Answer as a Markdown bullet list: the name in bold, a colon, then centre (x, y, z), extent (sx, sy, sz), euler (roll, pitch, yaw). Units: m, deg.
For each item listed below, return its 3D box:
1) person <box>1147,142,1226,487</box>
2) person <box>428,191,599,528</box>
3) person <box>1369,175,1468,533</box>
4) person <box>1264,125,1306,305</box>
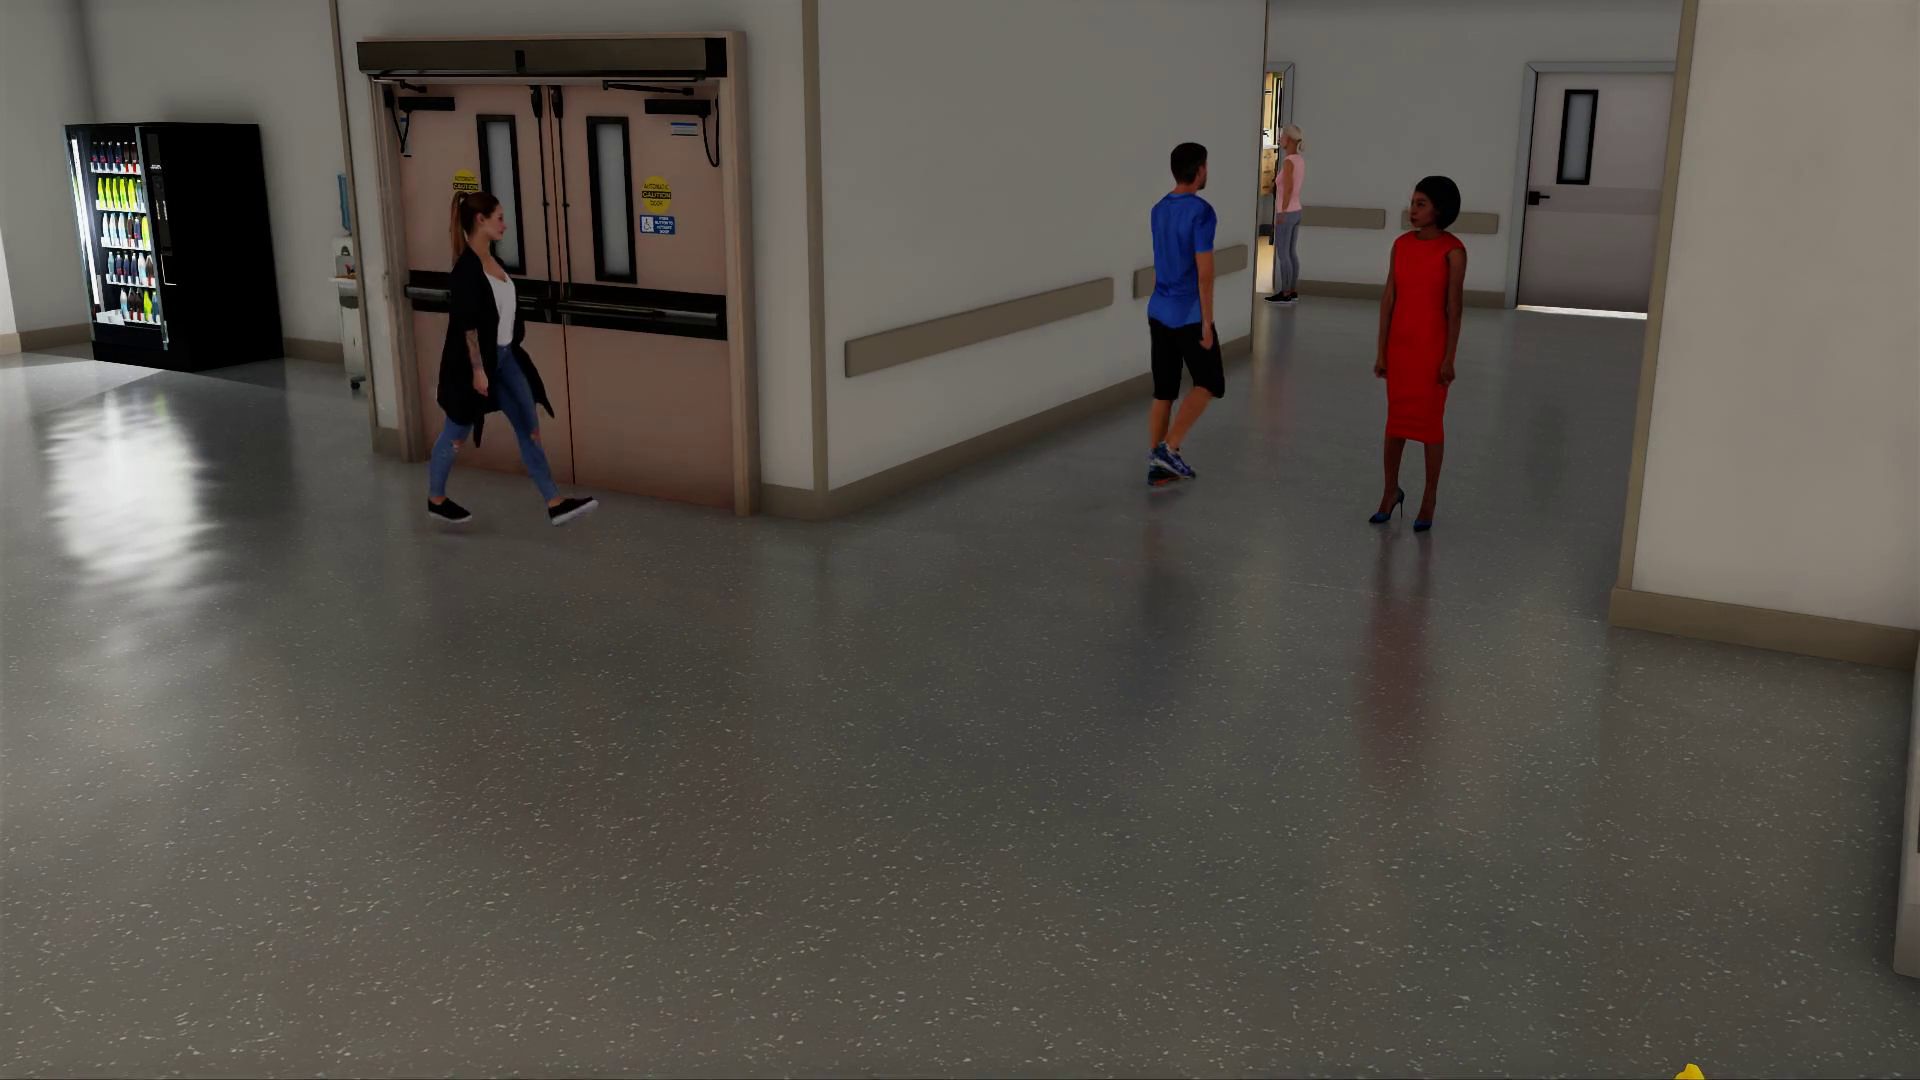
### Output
- **person**: centre (1.126, -1.186, 8.993), extent (0.806, 1.851, 0.731), euler (-11, 19, -35)
- **person**: centre (-2.411, -0.818, 8.097), extent (1.209, 1.629, 0.847), euler (4, 16, 14)
- **person**: centre (2.289, -0.924, 8.260), extent (0.682, 1.745, 0.527), euler (-15, 21, -42)
- **person**: centre (3.252, -3.221, 16.441), extent (0.506, 1.726, 0.543), euler (9, 18, 30)
